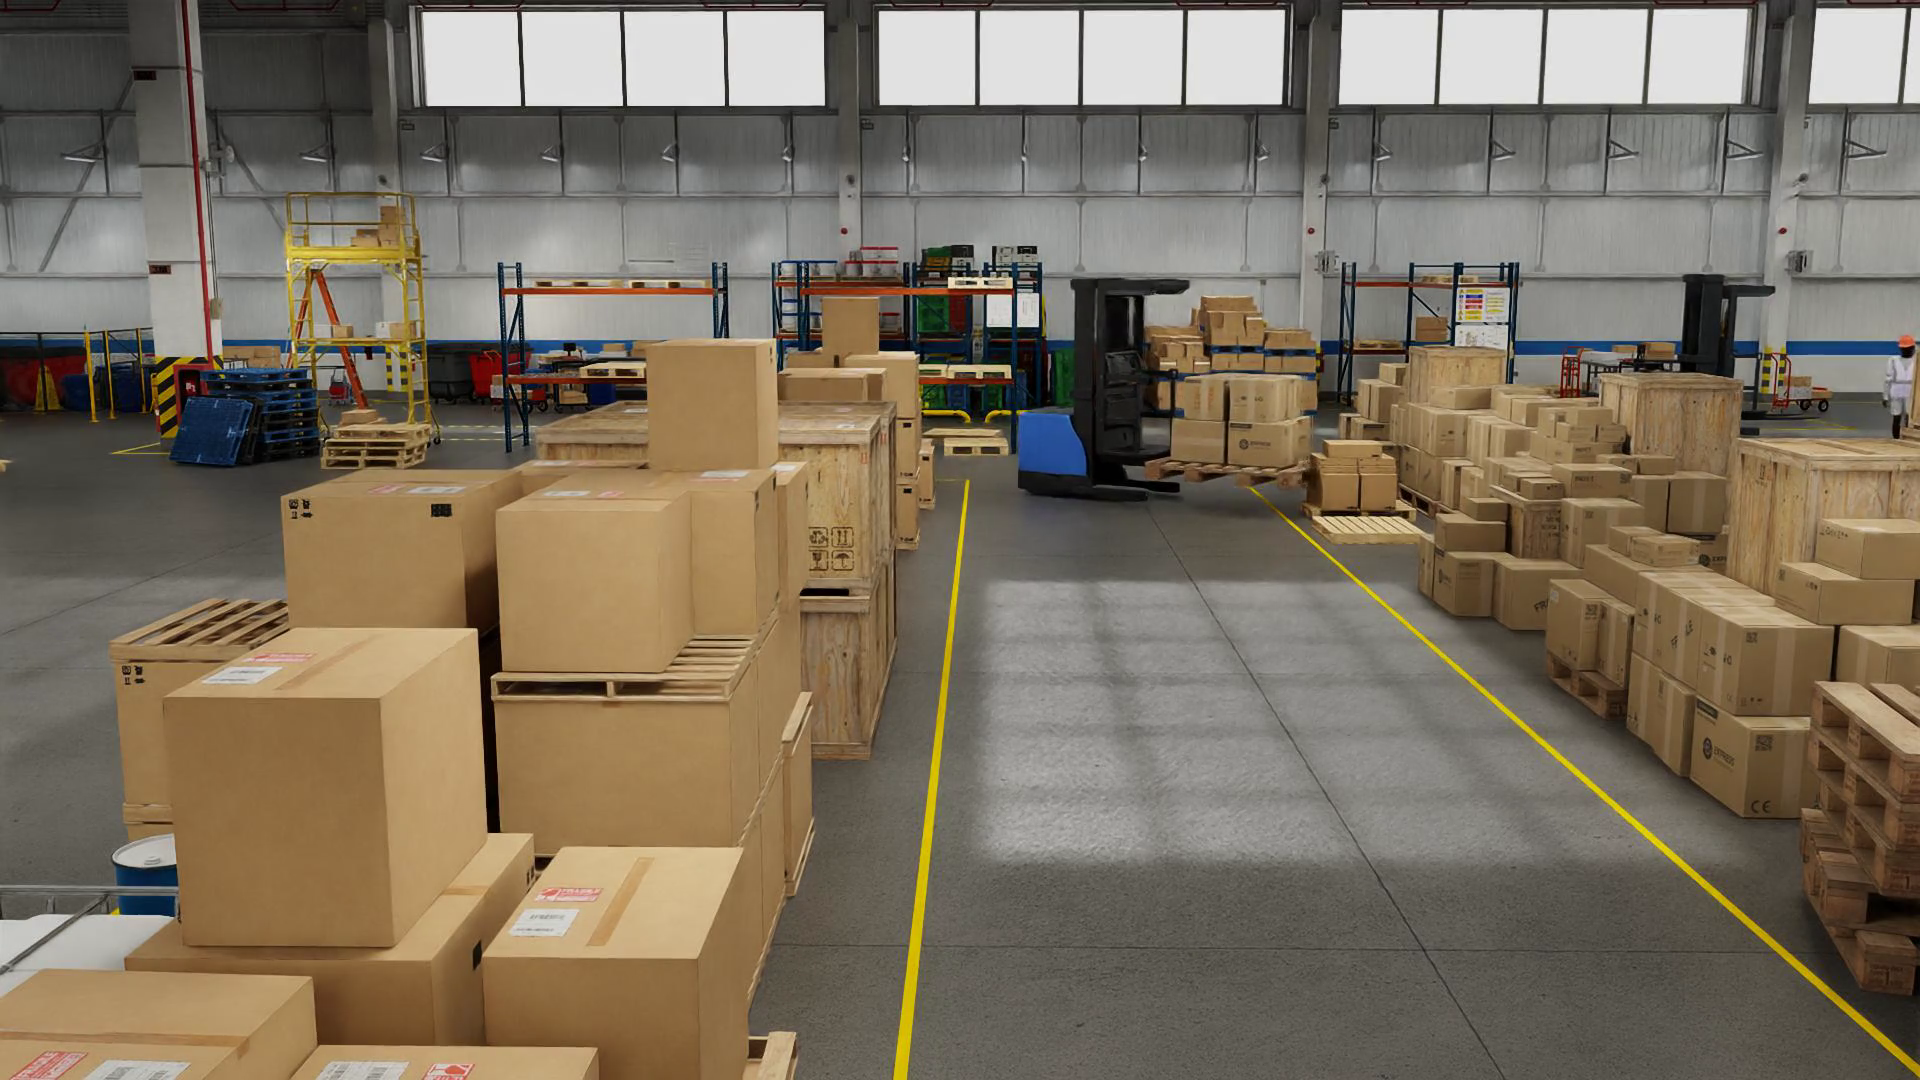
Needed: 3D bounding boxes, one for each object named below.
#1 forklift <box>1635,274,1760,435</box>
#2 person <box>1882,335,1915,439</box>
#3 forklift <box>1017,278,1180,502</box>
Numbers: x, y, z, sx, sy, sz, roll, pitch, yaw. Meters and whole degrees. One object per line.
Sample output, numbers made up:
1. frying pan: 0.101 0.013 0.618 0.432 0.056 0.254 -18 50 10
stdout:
1. forklift: 12.977 -3.275 29.249 1.873 2.768 1.129 0 9 1
2. person: 14.758 -2.246 26.027 0.574 1.897 0.889 6 11 32
3. forklift: 1.783 -1.992 21.566 1.873 2.768 1.129 6 11 33
